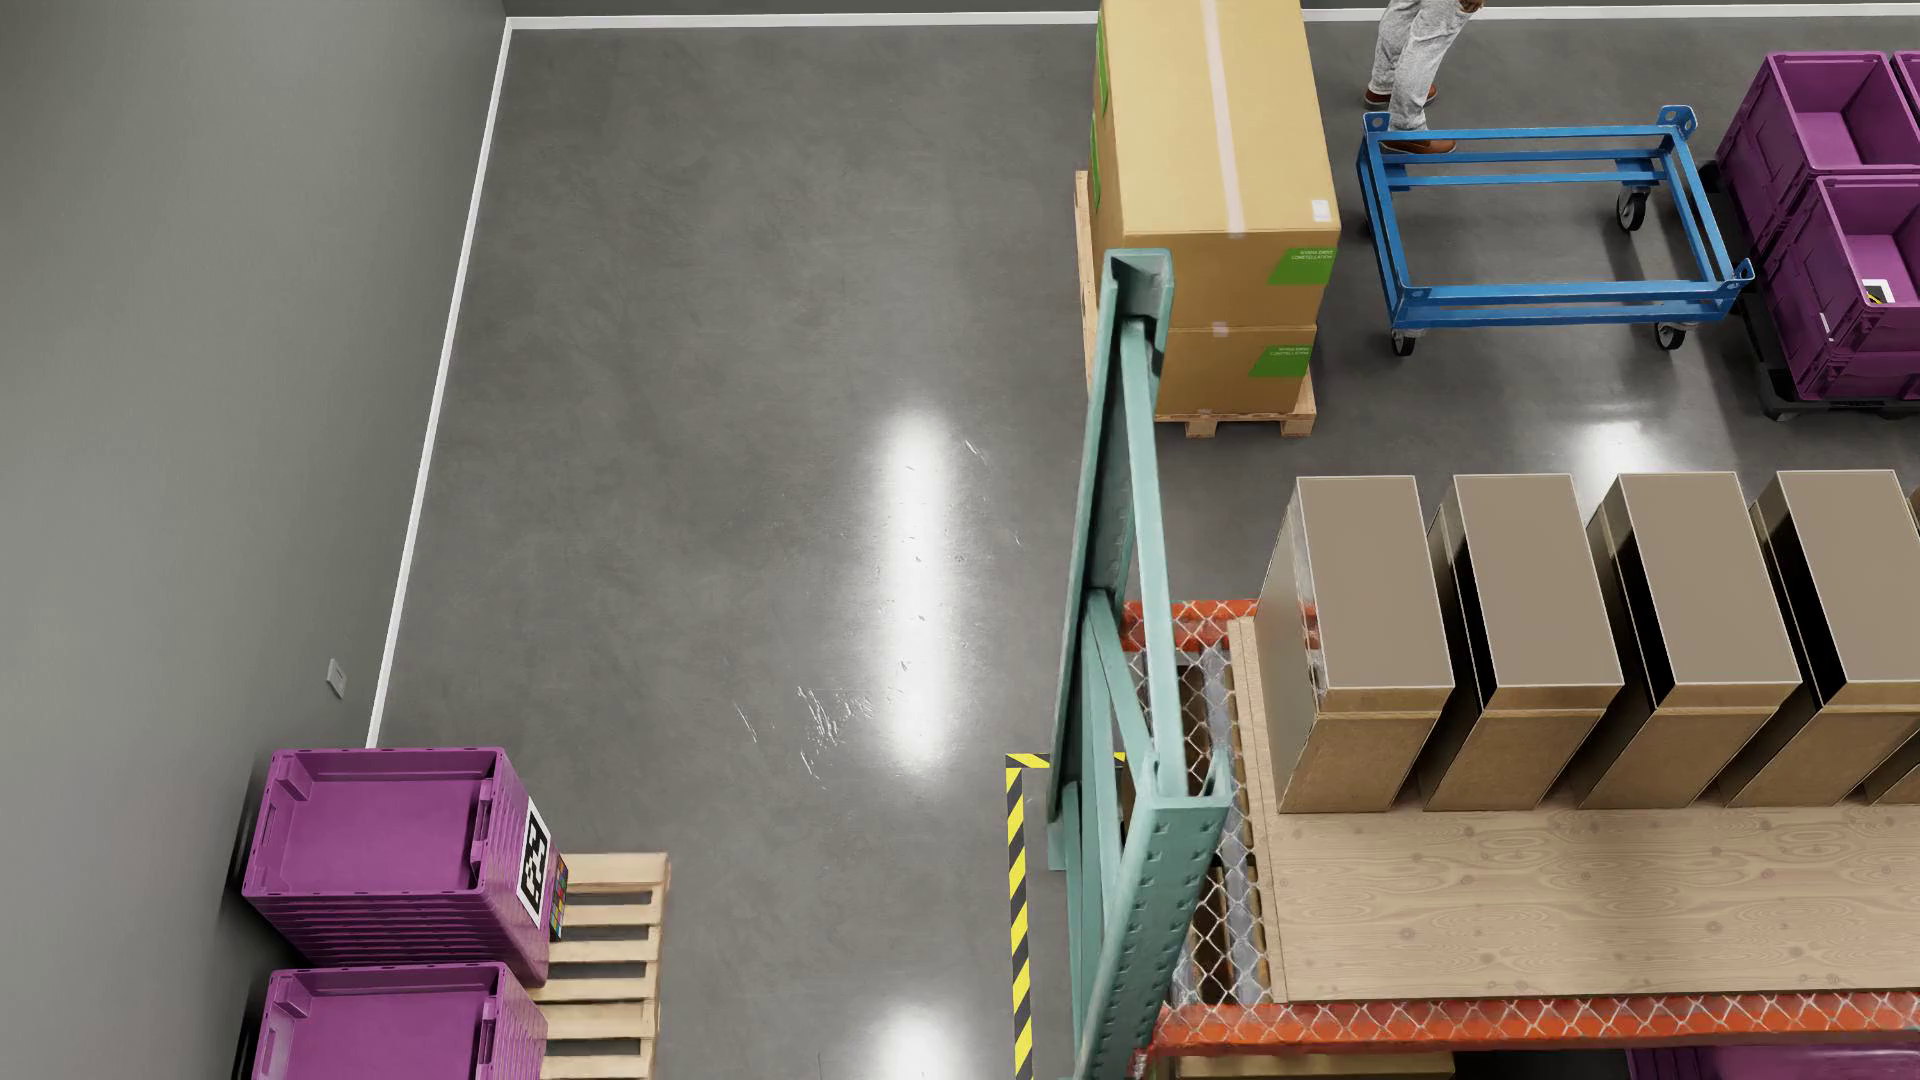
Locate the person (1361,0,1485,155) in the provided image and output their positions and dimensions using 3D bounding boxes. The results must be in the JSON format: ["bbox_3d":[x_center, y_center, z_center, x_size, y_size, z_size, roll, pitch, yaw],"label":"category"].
[{"bbox_3d":[1.827,-2.235,6.073,0.359,1.938,0.635,-3,58,-2],"label":"person"}]
